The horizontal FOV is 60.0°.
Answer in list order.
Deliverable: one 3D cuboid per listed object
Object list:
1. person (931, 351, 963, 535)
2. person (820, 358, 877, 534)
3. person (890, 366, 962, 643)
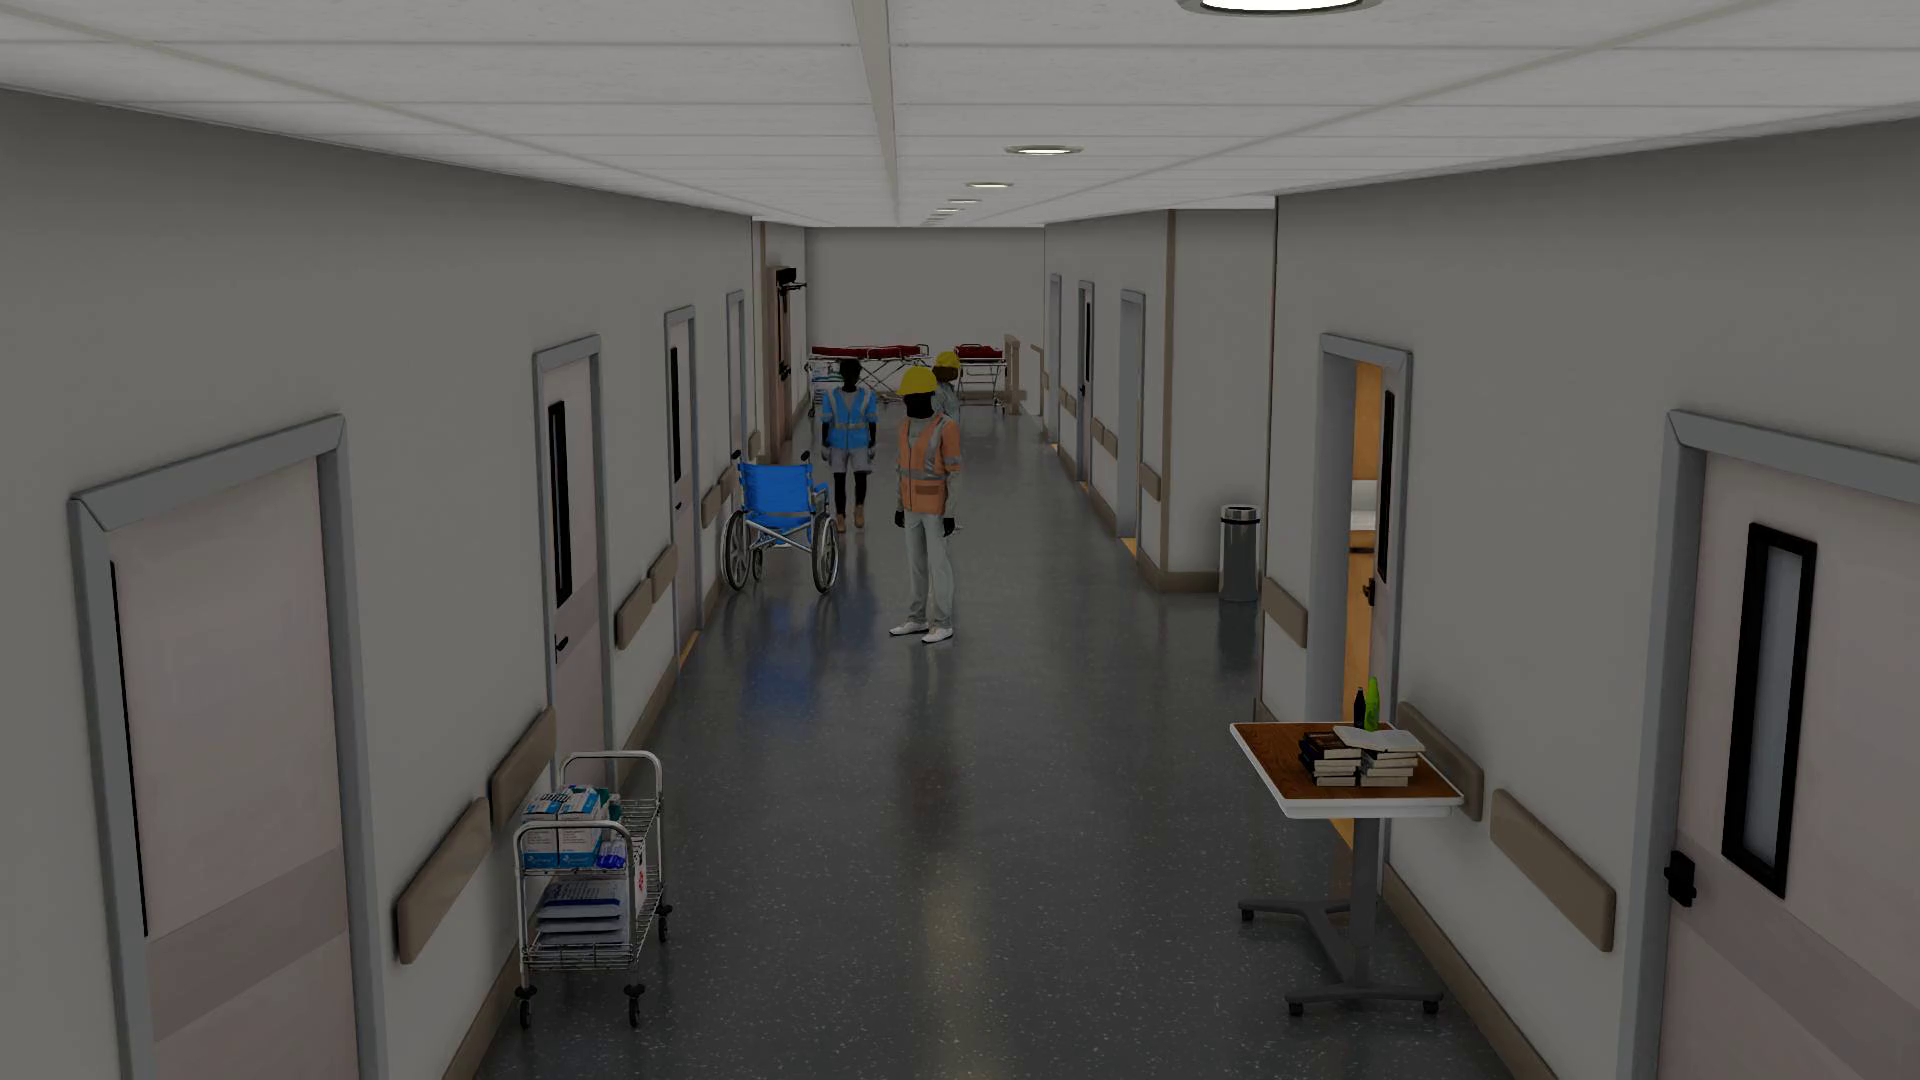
[{"bbox_3d":[-0.130,-0.926,15.850,0.295,1.745,0.486,2,10,12],"label":"person"},{"bbox_3d":[-1.061,-0.896,15.849,0.543,1.684,0.365,0,10,-1],"label":"person"},{"bbox_3d":[-0.253,-0.247,11.557,0.377,1.922,0.594,-9,14,-42],"label":"person"}]
